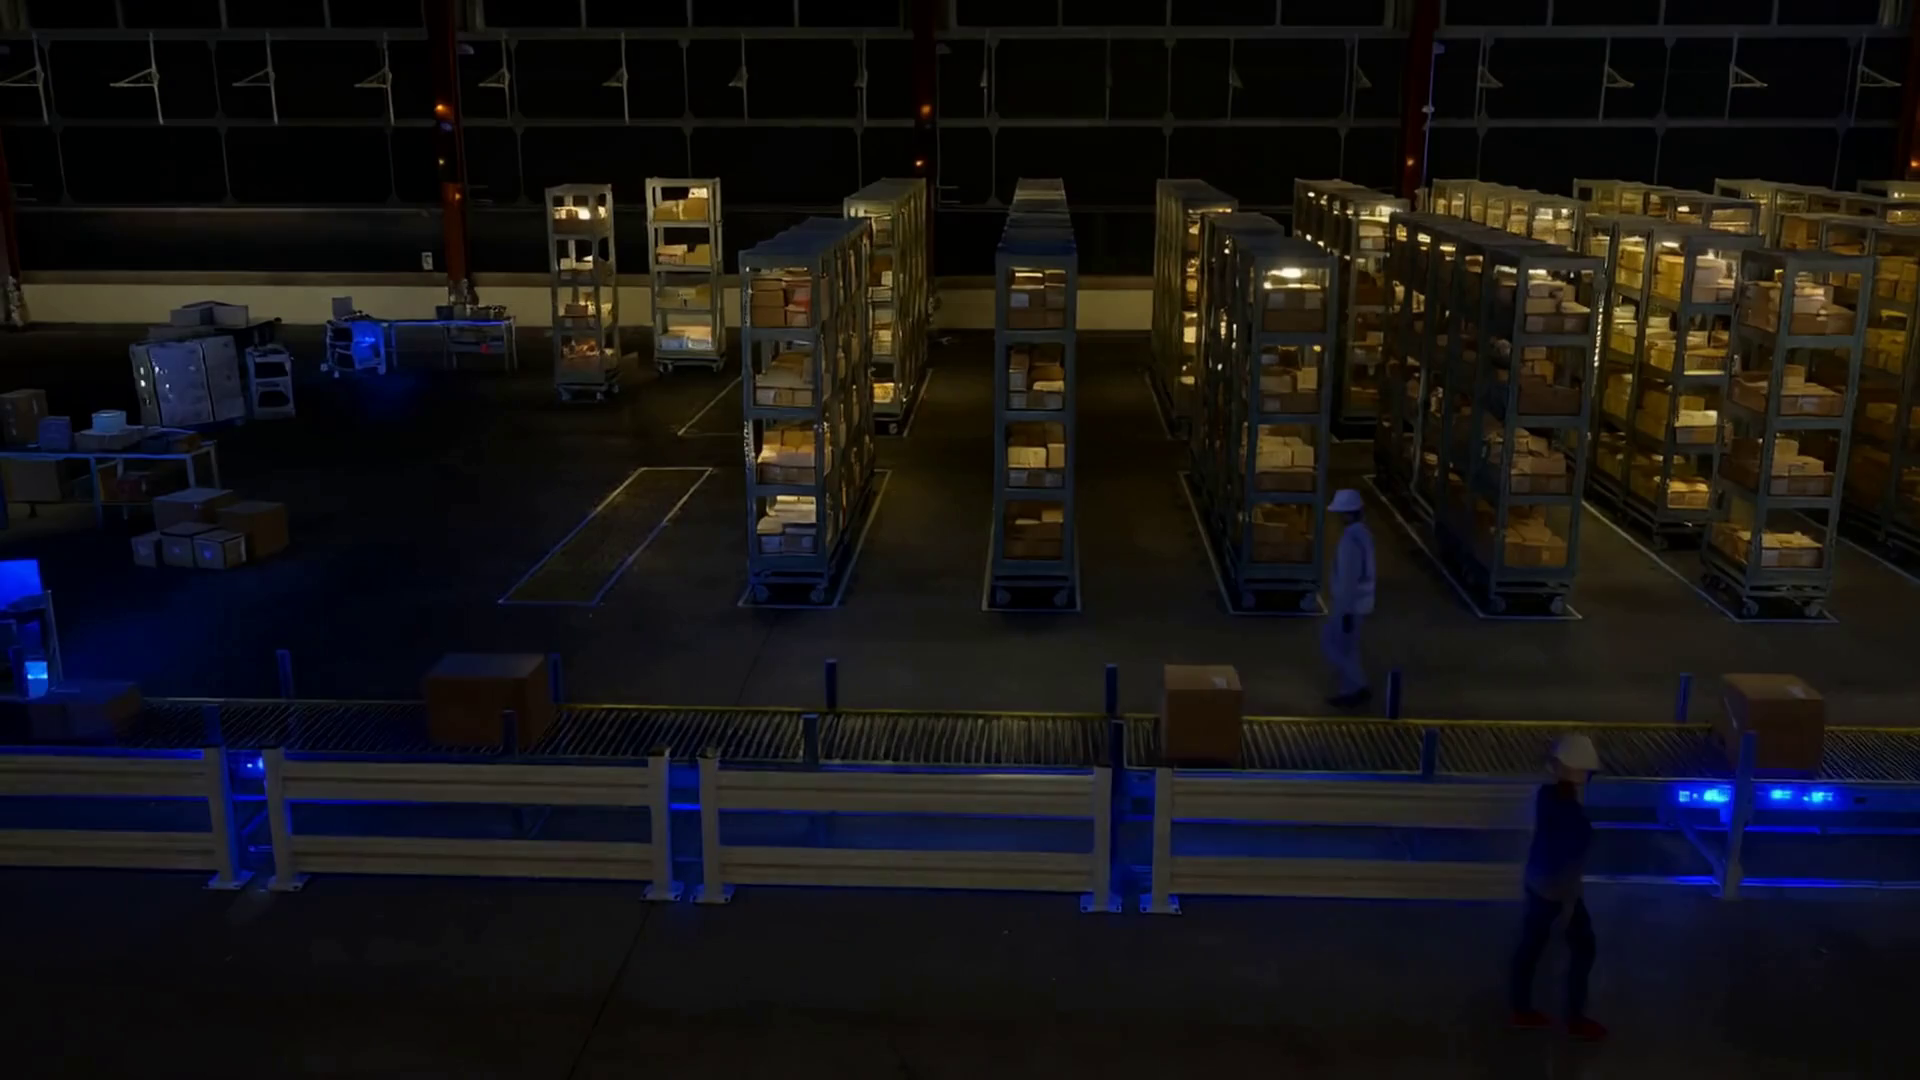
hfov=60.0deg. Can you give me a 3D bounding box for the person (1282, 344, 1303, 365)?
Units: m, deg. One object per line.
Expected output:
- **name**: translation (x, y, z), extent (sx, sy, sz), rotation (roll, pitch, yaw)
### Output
- **person**: translation (4.855, -2.208, 24.286), extent (0.431, 1.818, 0.628), rotation (-1, 15, -4)

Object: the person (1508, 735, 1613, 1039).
- **person**: translation (3.375, 1.902, 9.152), extent (0.654, 1.745, 0.553), rotation (-1, 15, -4)

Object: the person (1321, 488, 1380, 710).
- **person**: translation (3.258, 0.517, 13.957), extent (0.462, 1.931, 0.644), rotation (6, 16, 21)
